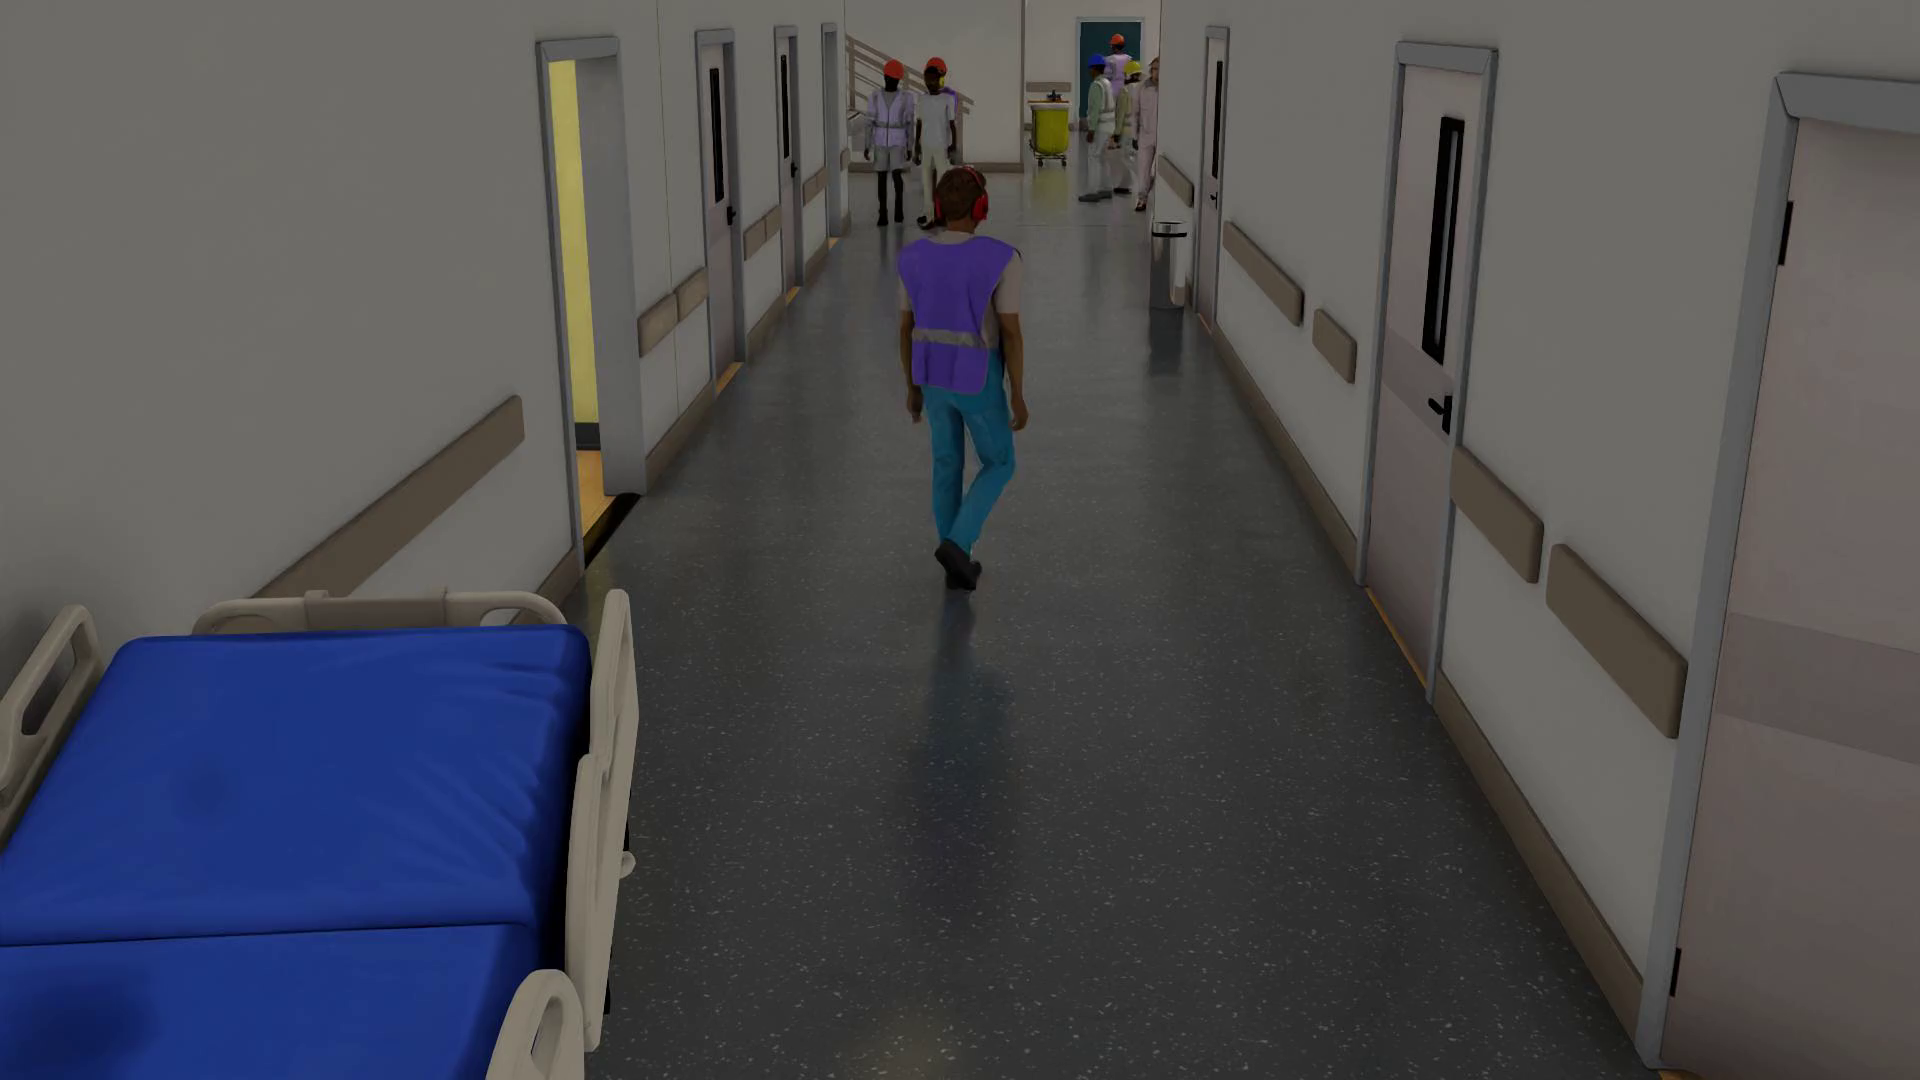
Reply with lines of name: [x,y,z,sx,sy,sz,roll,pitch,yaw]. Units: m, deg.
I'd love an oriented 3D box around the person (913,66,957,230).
person: [-0.277,-4.531,19.244,0.530,1.857,0.537,9,20,26]

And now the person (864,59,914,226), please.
person: [-0.833,-4.636,19.473,0.577,1.911,0.401,2,18,8]

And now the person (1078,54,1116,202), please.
person: [1.849,-5.481,22.140,0.444,1.915,0.691,5,18,16]

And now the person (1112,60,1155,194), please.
person: [2.390,-5.606,22.680,0.727,1.813,0.593,15,23,38]

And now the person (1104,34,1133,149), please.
person: [2.863,-8.195,30.438,0.608,2.048,0.365,-10,20,-28]

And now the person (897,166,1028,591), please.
person: [0.002,-0.648,7.068,0.597,1.832,0.468,9,20,26]

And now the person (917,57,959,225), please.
person: [-0.268,-4.706,19.661,0.364,1.933,0.543,-16,24,-41]
